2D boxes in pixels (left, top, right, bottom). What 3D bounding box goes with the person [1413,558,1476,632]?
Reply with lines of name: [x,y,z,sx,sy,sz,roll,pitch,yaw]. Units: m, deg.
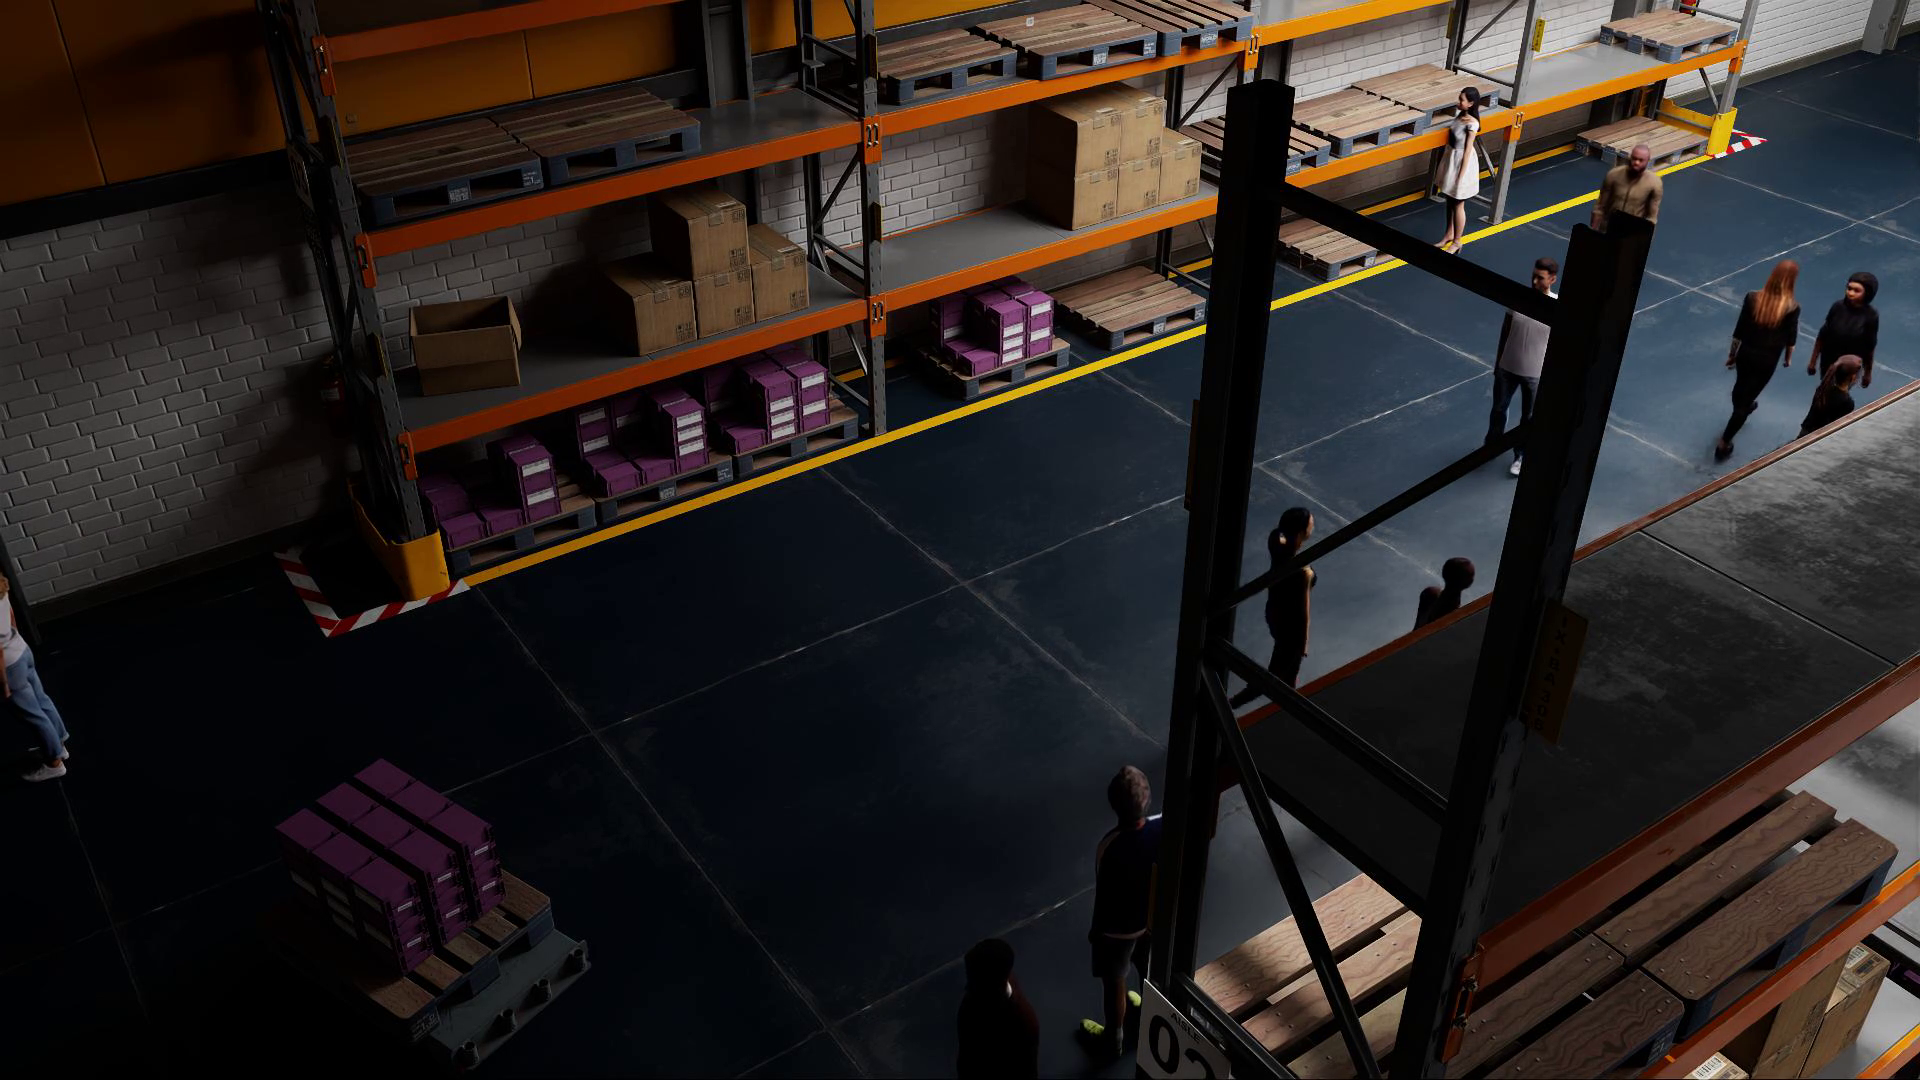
person: [2.764,0.897,10.041,1.178,1.742,0.713,-14,36,-20]

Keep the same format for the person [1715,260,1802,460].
person: [6.488,-1.434,13.620,1.128,1.661,0.687,-28,43,-36]

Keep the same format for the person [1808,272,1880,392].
person: [7.246,-1.430,13.627,0.744,1.647,1.191,25,41,33]

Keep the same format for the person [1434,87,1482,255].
person: [5.109,-3.778,17.049,0.804,1.769,0.778,-2,34,-3]

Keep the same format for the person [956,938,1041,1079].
person: [0.151,2.471,7.561,0.623,1.865,0.698,-17,37,-24]

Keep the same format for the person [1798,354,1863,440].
person: [6.435,-0.686,12.614,1.077,1.529,0.824,-6,34,-9]

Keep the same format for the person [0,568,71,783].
person: [-5.858,0.760,10.263,0.680,1.724,0.700,-7,34,-10]

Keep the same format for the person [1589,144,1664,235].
person: [6.240,-2.897,15.686,0.824,1.811,0.780,21,39,28]

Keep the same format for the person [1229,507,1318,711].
person: [1.988,0.562,10.581,1.125,1.701,0.796,-10,35,-14]

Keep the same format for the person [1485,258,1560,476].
person: [4.558,-1.413,13.406,0.722,1.864,0.633,26,41,33]

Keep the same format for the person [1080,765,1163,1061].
person: [0.862,1.900,8.447,0.479,1.835,0.685,-21,39,-28]
